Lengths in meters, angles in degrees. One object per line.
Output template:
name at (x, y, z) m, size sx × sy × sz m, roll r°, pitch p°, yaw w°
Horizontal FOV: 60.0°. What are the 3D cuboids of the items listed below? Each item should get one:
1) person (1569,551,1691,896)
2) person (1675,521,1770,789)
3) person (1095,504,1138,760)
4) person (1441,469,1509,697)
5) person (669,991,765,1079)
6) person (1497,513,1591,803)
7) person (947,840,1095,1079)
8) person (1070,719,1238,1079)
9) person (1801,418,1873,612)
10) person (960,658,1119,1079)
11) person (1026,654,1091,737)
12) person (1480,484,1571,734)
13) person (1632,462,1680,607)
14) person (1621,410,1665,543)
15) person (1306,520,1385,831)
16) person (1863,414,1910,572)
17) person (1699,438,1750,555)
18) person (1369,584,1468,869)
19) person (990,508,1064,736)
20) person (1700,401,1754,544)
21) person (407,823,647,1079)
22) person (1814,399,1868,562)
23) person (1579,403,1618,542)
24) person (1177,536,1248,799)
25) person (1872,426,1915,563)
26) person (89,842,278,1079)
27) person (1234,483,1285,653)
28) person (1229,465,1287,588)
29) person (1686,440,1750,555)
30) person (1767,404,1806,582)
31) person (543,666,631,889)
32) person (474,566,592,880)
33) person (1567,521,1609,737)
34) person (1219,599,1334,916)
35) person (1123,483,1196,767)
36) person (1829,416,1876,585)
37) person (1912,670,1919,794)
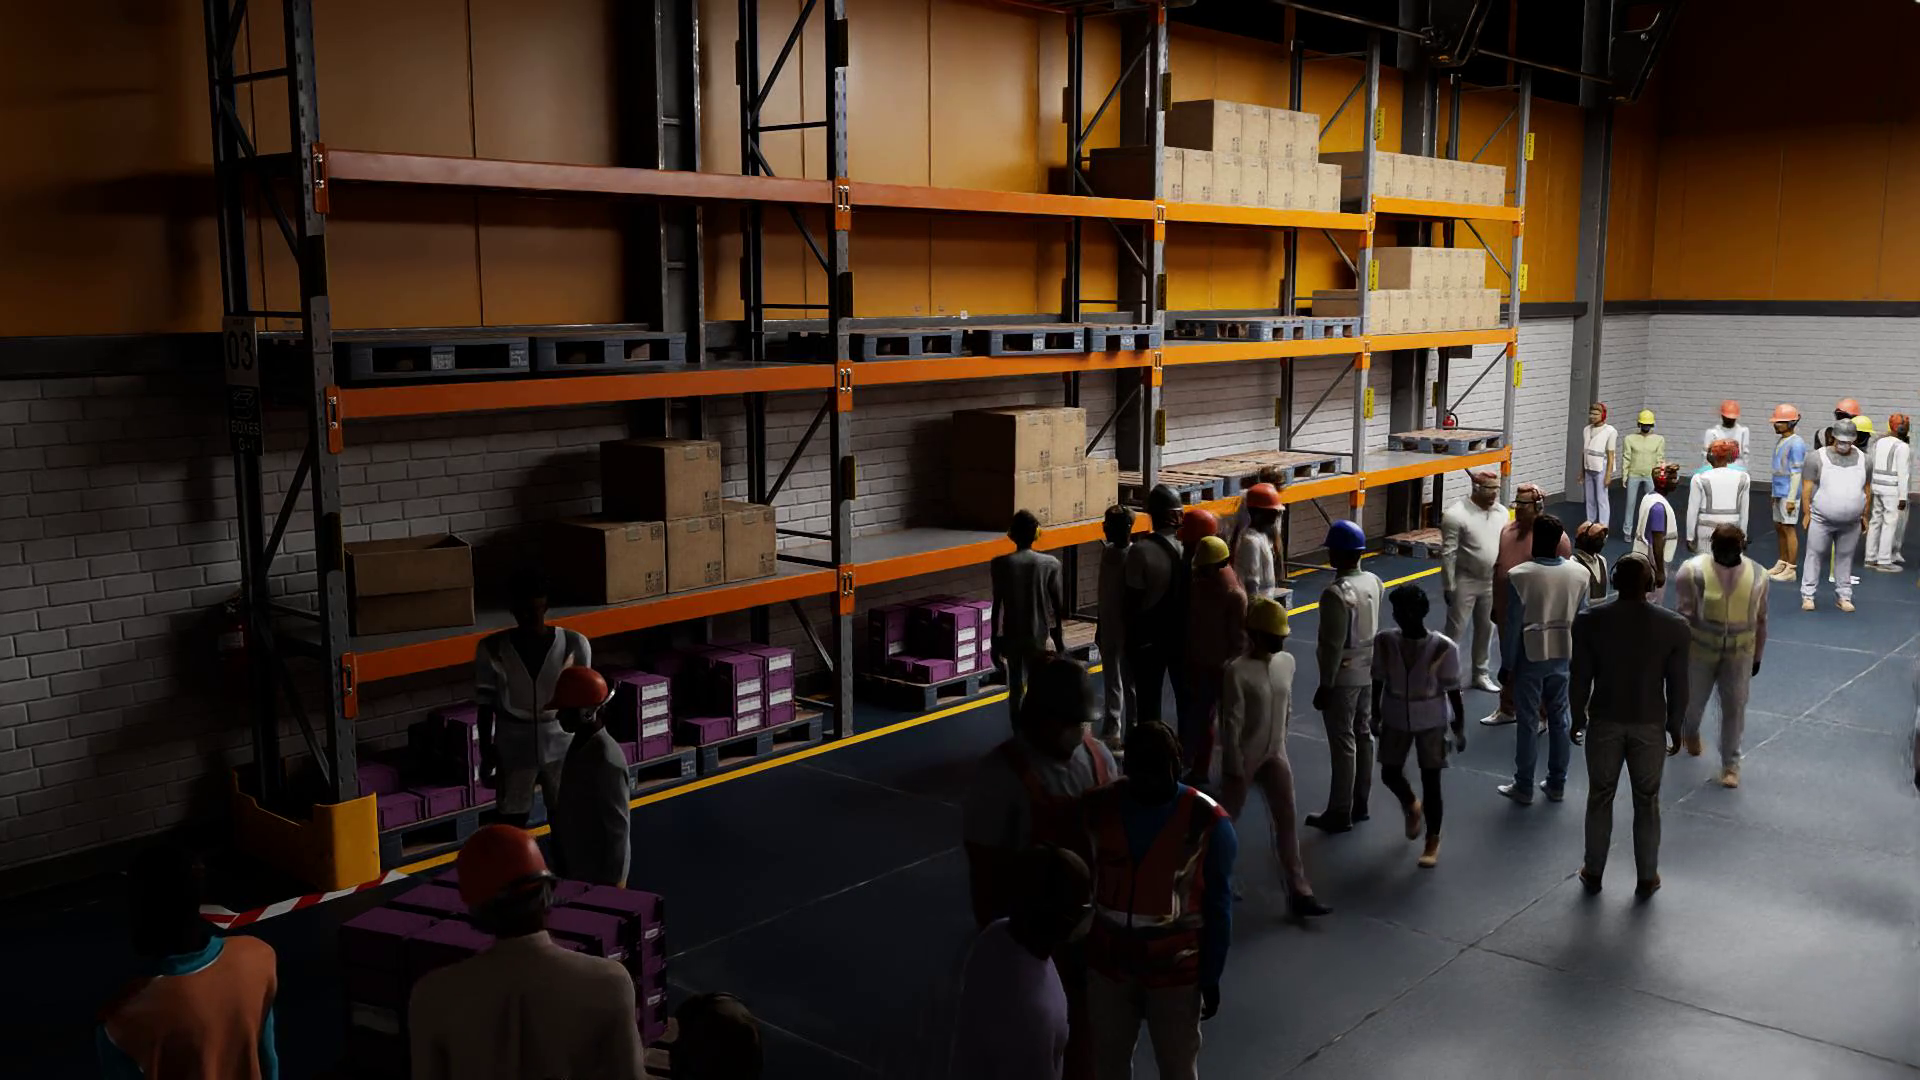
person at (3.726, 1.026, 9.309) m, size 0.628 × 1.935 × 0.373 m, roll 3°, pitch 9°, yaw 21°
person at (5.273, 0.741, 11.573) m, size 0.618 × 1.811 × 0.854 m, roll 3°, pitch 9°, yaw 16°
person at (1.144, 0.654, 11.989) m, size 0.345 × 1.846 × 0.506 m, roll -5°, pitch 10°, yaw -32°
person at (4.290, 0.350, 13.799) m, size 0.654 × 1.898 × 0.397 m, roll -3°, pitch 9°, yaw -19°
person at (-0.529, 1.922, 3.814) m, size 0.520 × 1.843 × 0.330 m, roll -7°, pitch 11°, yaw -38°
person at (3.836, 0.781, 10.946) m, size 0.594 × 1.916 × 0.387 m, roll -2°, pitch 9°, yaw -14°
person at (0.249, 1.765, 4.658) m, size 0.942 × 1.897 × 0.628 m, roll 1°, pitch 9°, yaw 4°
person at (0.685, 1.562, 6.138) m, size 0.627 × 1.846 × 0.429 m, roll 4°, pitch 10°, yaw 23°
person at (9.126, -0.266, 17.291) m, size 0.676 × 2.000 × 0.536 m, roll 2°, pitch 9°, yaw 11°
person at (0.372, 1.426, 6.378) m, size 0.697 × 2.000 × 0.537 m, roll -7°, pitch 11°, yaw -39°
person at (0.450, 1.358, 8.117) m, size 0.277 × 1.636 × 0.507 m, roll 7°, pitch 11°, yaw 38°
person at (4.289, 0.520, 12.656) m, size 0.409 × 1.907 × 0.651 m, roll -5°, pitch 10°, yaw -30°
person at (6.178, 0.217, 14.798) m, size 0.378 × 1.844 × 0.569 m, roll 3°, pitch 9°, yaw 17°
person at (8.944, -0.824, 21.796) m, size 0.525 × 1.760 × 0.340 m, roll 2°, pitch 9°, yaw 13°
person at (2.415, 0.844, 10.428) m, size 0.394 × 1.949 × 0.602 m, roll 8°, pitch 12°, yaw 41°
person at (11.027, -0.560, 19.730) m, size 0.350 × 1.879 × 0.579 m, roll 0°, pitch 9°, yaw -3°
person at (7.943, -0.152, 17.249) m, size 0.719 × 1.815 × 0.573 m, roll -6°, pitch 11°, yaw -34°
person at (2.719, 1.073, 9.841) m, size 0.610 × 1.676 × 0.437 m, roll 5°, pitch 10°, yaw 30°
person at (0.477, 0.686, 11.849) m, size 0.524 × 1.825 × 0.957 m, roll 1°, pitch 9°, yaw 4°
person at (10.001, -0.861, 21.615) m, size 0.785 × 1.900 × 0.577 m, roll 1°, pitch 9°, yaw 4°
person at (-1.152, 1.748, 4.529) m, size 0.665 × 1.971 × 0.483 m, roll -1°, pitch 9°, yaw -8°
person at (10.610, -0.687, 20.075) m, size 0.407 × 2.028 × 0.620 m, roll -8°, pitch 12°, yaw -41°
person at (8.430, -0.888, 21.963) m, size 0.387 × 1.838 × 0.563 m, roll -3°, pitch 9°, yaw -18°
person at (1.679, 0.837, 11.094) m, size 0.333 × 1.759 × 0.523 m, roll -6°, pitch 11°, yaw -35°
person at (11.373, -0.574, 20.268) m, size 0.518 × 1.715 × 0.646 m, roll 1°, pitch 9°, yaw 7°
person at (-2.090, 1.766, 4.583) m, size 0.374 × 1.917 × 0.596 m, roll 3°, pitch 9°, yaw 17°
person at (2.233, 0.529, 12.502) m, size 0.374 × 1.934 × 0.551 m, roll 2°, pitch 9°, yaw 12°
person at (2.627, 0.232, 14.827) m, size 0.633 × 1.801 × 0.523 m, roll -4°, pitch 10°, yaw -24°
person at (7.478, -0.053, 16.445) m, size 0.582 × 1.879 × 0.357 m, roll 1°, pitch 9°, yaw 5°
person at (9.438, -0.538, 19.083) m, size 0.410 × 2.035 × 0.610 m, roll 1°, pitch 9°, yaw 7°
person at (-1.644, 1.415, 7.375) m, size 0.343 × 1.749 × 0.572 m, roll -5°, pitch 10°, yaw -27°
person at (-2.224, 1.098, 8.738) m, size 0.609 × 1.963 × 0.367 m, roll -2°, pitch 9°, yaw -14°
person at (4.713, 0.666, 12.603) m, size 0.514 × 1.634 × 0.313 m, roll -6°, pitch 11°, yaw -35°
person at (1.659, 1.178, 8.974) m, size 0.540 × 1.717 × 0.897 m, roll -5°, pitch 10°, yaw -30°
person at (1.430, 0.601, 11.699) m, size 0.681 × 2.000 × 0.535 m, roll -3°, pitch 9°, yaw -21°
person at (10.127, -0.454, 18.905) m, size 0.394 × 1.919 × 0.586 m, roll 5°, pitch 10°, yaw 27°
person at (5.323, 1.174, 8.608) m, size 0.962 × 1.862 × 0.648 m, roll -3°, pitch 9°, yaw -20°
